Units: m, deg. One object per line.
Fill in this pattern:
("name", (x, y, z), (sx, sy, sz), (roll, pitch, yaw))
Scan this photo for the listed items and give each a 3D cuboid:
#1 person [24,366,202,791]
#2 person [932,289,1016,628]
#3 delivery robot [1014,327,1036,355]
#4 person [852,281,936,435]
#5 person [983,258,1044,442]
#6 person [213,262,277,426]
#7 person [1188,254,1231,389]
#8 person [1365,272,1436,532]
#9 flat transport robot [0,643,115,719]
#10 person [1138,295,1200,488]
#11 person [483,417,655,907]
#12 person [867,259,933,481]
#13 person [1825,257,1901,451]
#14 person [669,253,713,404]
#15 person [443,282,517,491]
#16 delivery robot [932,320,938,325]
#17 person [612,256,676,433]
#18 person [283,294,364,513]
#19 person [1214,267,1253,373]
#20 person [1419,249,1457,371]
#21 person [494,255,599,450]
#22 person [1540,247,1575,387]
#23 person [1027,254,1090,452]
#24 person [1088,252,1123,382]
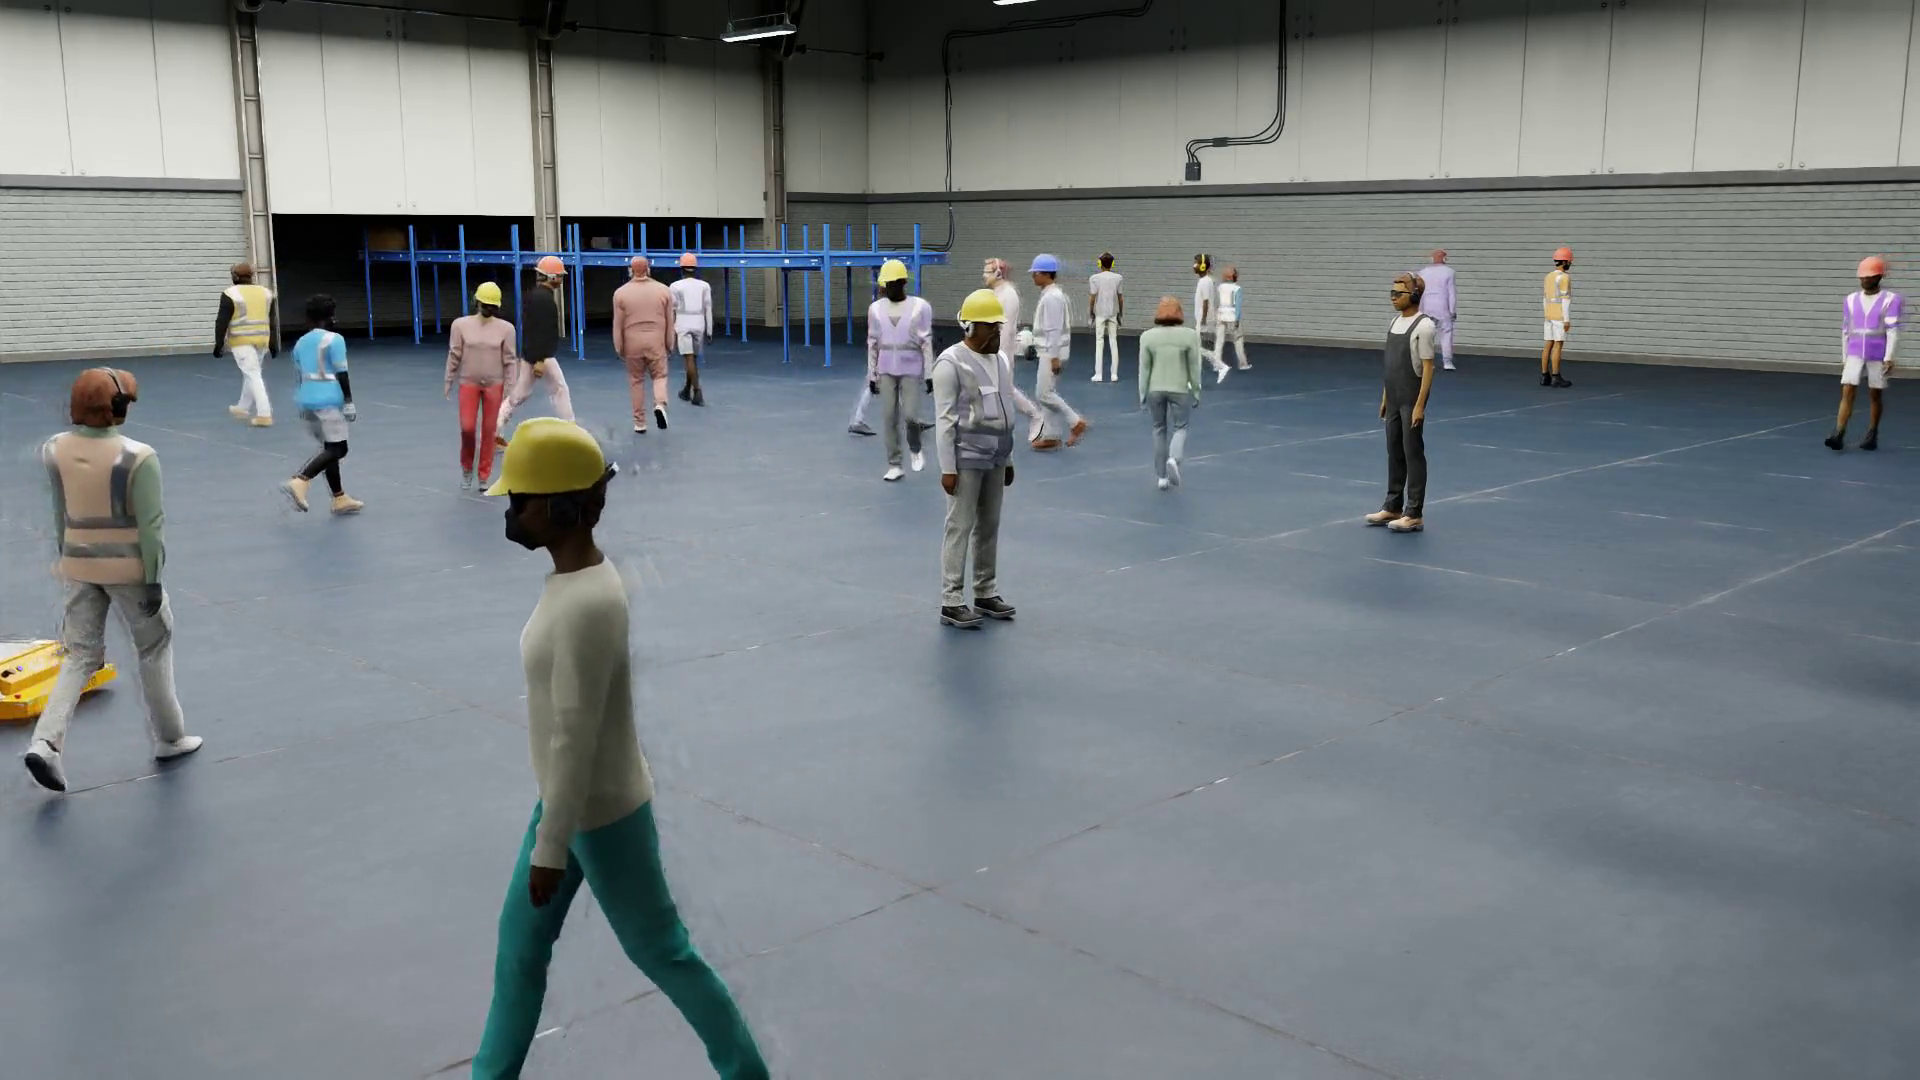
("person", (-3.315, 0.139, 6.434), (0.515, 1.613, 0.746), (1, 10, 8))
("person", (0.100, -0.450, 9.083), (0.403, 1.824, 0.596), (8, 13, 39))
("delivery robot", (1.135, -3.411, 28.546), (0.477, 0.478, 0.707), (6, 12, 29))
("person", (-0.724, -1.965, 17.616), (0.923, 1.711, 0.548), (0, 10, -1))
("person", (0.423, -1.912, 16.878), (0.829, 1.883, 0.643), (-4, 11, -22))
("person", (-8.040, -2.193, 18.627), (0.933, 1.794, 0.645), (6, 12, 29))
("person", (3.382, -3.010, 22.940), (0.609, 1.858, 0.530), (2, 11, 10))
("person", (3.203, -0.997, 11.997), (0.345, 1.846, 0.506), (-4, 11, -19))
("flat transport robot", (-4.740, 0.617, 7.609), (1.431, 0.197, 0.652), (1, 10, 5))
("person", (1.728, -1.222, 13.817), (0.512, 1.619, 0.525), (2, 11, 13))
("person", (-0.839, 0.580, 3.737), (0.902, 1.718, 0.538), (-3, 11, -17))
("person", (-0.521, -1.474, 14.429), (0.606, 1.904, 0.450), (3, 11, 16))
("person", (8.873, -1.811, 16.305), (0.979, 1.882, 0.565), (-10, 14, -43))
("person", (-3.433, -2.687, 21.113), (0.558, 1.890, 0.977), (-6, 12, -29))
("person", (-3.958, -1.261, 13.737), (0.596, 1.724, 0.458), (-4, 11, -20))
("delivery robot", (-0.692, -4.471, 33.616), (0.335, 0.223, 0.698), (-6, 12, -28))
("person", (-3.374, -2.081, 17.762), (0.671, 1.892, 0.548), (-3, 11, -16))
("person", (-4.849, -1.005, 12.513), (0.574, 1.664, 0.619), (8, 13, 36))
("person", (4.232, -3.403, 25.772), (0.774, 1.609, 0.518), (-9, 14, -42))
("person", (7.505, -3.610, 26.117), (0.420, 1.896, 0.681), (-10, 14, -43))
("person", (-4.197, -1.829, 16.355), (1.095, 1.929, 0.630), (-6, 12, -30))
("person", (8.421, -3.134, 23.397), (0.364, 1.939, 0.542), (-2, 11, -11))
("person", (0.916, -1.816, 16.239), (0.544, 1.936, 0.612), (0, 10, -2))
("person", (2.123, -3.249, 24.210), (0.513, 1.872, 0.328), (-1, 10, -8))
